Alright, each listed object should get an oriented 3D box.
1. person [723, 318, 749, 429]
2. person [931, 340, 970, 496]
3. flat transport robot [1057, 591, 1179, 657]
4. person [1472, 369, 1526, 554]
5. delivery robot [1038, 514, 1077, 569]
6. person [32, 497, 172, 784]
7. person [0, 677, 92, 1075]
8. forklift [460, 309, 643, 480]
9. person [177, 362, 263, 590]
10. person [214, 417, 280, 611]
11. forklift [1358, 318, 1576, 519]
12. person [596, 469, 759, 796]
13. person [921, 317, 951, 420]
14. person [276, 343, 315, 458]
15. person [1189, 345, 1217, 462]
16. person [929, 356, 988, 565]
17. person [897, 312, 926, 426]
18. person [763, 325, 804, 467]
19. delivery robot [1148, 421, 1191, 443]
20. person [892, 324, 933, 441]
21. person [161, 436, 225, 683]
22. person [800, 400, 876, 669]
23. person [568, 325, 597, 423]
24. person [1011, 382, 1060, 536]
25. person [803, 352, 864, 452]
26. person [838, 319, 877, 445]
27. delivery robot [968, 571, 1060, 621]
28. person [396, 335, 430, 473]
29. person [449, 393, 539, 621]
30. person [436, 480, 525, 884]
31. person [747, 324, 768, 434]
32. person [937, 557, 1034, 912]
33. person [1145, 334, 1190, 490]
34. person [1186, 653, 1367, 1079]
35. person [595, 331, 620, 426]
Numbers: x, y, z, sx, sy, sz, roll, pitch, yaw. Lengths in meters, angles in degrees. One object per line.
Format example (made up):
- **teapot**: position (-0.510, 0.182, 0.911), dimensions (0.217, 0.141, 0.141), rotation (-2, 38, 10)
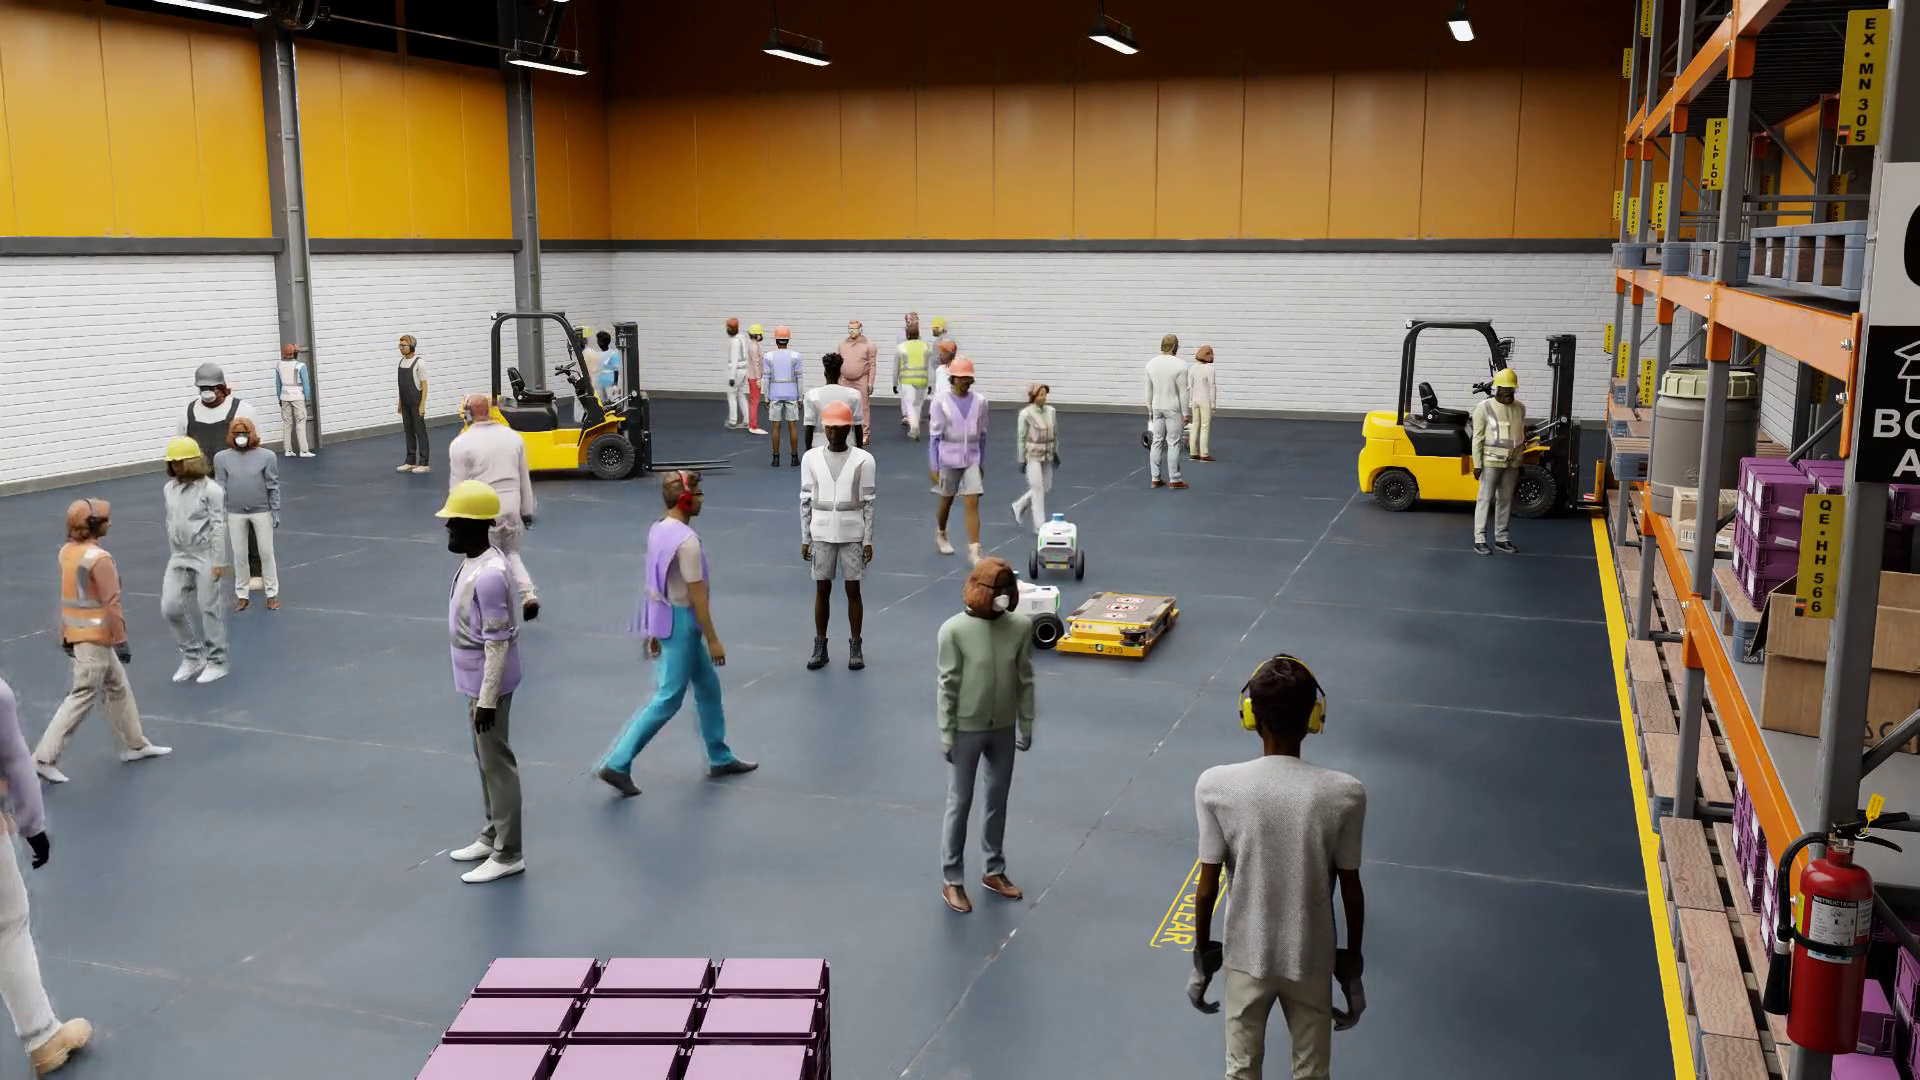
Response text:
- **person**: position (-3.722, -2.733, 27.386), dimensions (0.534, 1.848, 0.640), rotation (1, 10, 6)
- **person**: position (-0.110, -1.481, 20.194), dimensions (0.337, 1.884, 0.583), rotation (-9, 13, -40)
- **flat transport robot**: position (1.242, 0.630, 12.854), dimensions (0.652, 0.197, 1.431), rotation (3, 11, 18)
- **person**: position (5.315, -0.771, 16.354), dimensions (0.603, 1.828, 0.404), rotation (-4, 11, -19)
- **delivery robot**: position (0.903, 0.000, 15.336), dimensions (0.477, 0.478, 0.707), rotation (1, 10, 5)
- **person**: position (-4.994, 0.563, 9.485), dimensions (0.536, 1.608, 0.820), rotation (9, 14, 42)
- **person**: position (-3.652, 1.087, 5.979), dimensions (0.726, 1.803, 0.470), rotation (-8, 13, -38)
- **forklift**: position (-5.354, -1.902, 21.697), dimensions (2.313, 2.155, 1.214), rotation (-2, 10, -13)
- **person**: position (-6.471, -0.552, 14.528), dimensions (0.687, 2.000, 0.539), rotation (-2, 10, -9)
- **person**: position (-5.898, -0.214, 13.796), dimensions (0.501, 1.626, 0.282), rotation (-2, 10, -13)
- **forklift**: position (5.787, -1.437, 19.079), dimensions (2.313, 2.155, 1.214), rotation (3, 11, 19)
- **person**: position (-1.600, 0.505, 9.243), dimensions (0.930, 1.807, 0.571), rotation (-4, 11, -22)
- **person**: position (-0.232, -2.973, 28.876), dimensions (0.824, 1.798, 0.599), rotation (-3, 10, -14)
- **person**: position (-9.512, -1.989, 23.749), dimensions (0.520, 1.639, 0.312), rotation (3, 10, 14)
- **person**: position (3.416, -1.916, 23.358), dimensions (0.267, 1.632, 0.507), rotation (-6, 12, -32)
- **person**: position (-0.019, -0.774, 15.959), dimensions (0.622, 1.999, 1.072), rotation (-3, 11, -19)
- **person**: position (-0.798, -2.882, 28.018), dimensions (0.409, 1.913, 0.642), rotation (4, 11, 21)
- **person**: position (-2.416, -1.970, 22.788), dimensions (0.552, 1.942, 0.343), rotation (-1, 10, -4)
- **delivery robot**: position (3.097, -1.640, 24.563), dimensions (0.477, 0.478, 0.707), rotation (-5, 11, -30)
- **person**: position (-0.726, -2.452, 25.910), dimensions (0.624, 1.811, 0.876), rotation (-3, 10, -15)
- **person**: position (-5.304, 0.146, 11.475), dimensions (0.501, 1.726, 0.430), rotation (2, 10, 12)
- **person**: position (-0.875, -0.035, 11.896), dimensions (0.545, 1.942, 0.350), rotation (1, 10, 4)
- **person**: position (-5.314, -2.113, 23.708), dimensions (0.576, 1.910, 0.587), rotation (-8, 13, -38)
- **person**: position (0.767, -0.861, 17.433), dimensions (0.652, 1.623, 0.516), rotation (10, 14, 44)
- **person**: position (-1.267, -0.897, 16.679), dimensions (0.612, 1.963, 0.361), rotation (-2, 10, -12)
- **person**: position (-1.592, -2.386, 25.237), dimensions (0.642, 1.909, 0.410), rotation (3, 11, 17)
- **delivery robot**: position (0.394, 0.478, 12.649), dimensions (0.707, 0.478, 0.477), rotation (-1, 10, -4)
- **person**: position (-7.302, -1.809, 22.155), dimensions (0.504, 1.847, 0.344), rotation (6, 12, 32)
- **person**: position (-3.663, -0.204, 13.021), dimensions (0.489, 1.880, 0.658), rotation (7, 12, 36)
- **person**: position (-2.285, 0.668, 7.967), dimensions (0.355, 1.930, 0.587), rotation (-4, 11, -23)
- **person**: position (-3.274, -2.585, 26.745), dimensions (0.304, 1.772, 0.525), rotation (-2, 10, -14)
- **person**: position (0.119, 0.877, 7.650), dimensions (0.501, 1.632, 0.287), rotation (-6, 12, -29)
- **person**: position (2.589, -1.592, 20.684), dimensions (0.630, 1.937, 0.373), rotation (9, 13, 40)
- **person**: position (0.926, 1.251, 4.875), dimensions (0.521, 1.865, 0.328), rotation (2, 10, 11)
- **person**: position (-5.543, -2.424, 26.055), dimensions (0.533, 1.692, 0.319), rotation (7, 12, 35)
